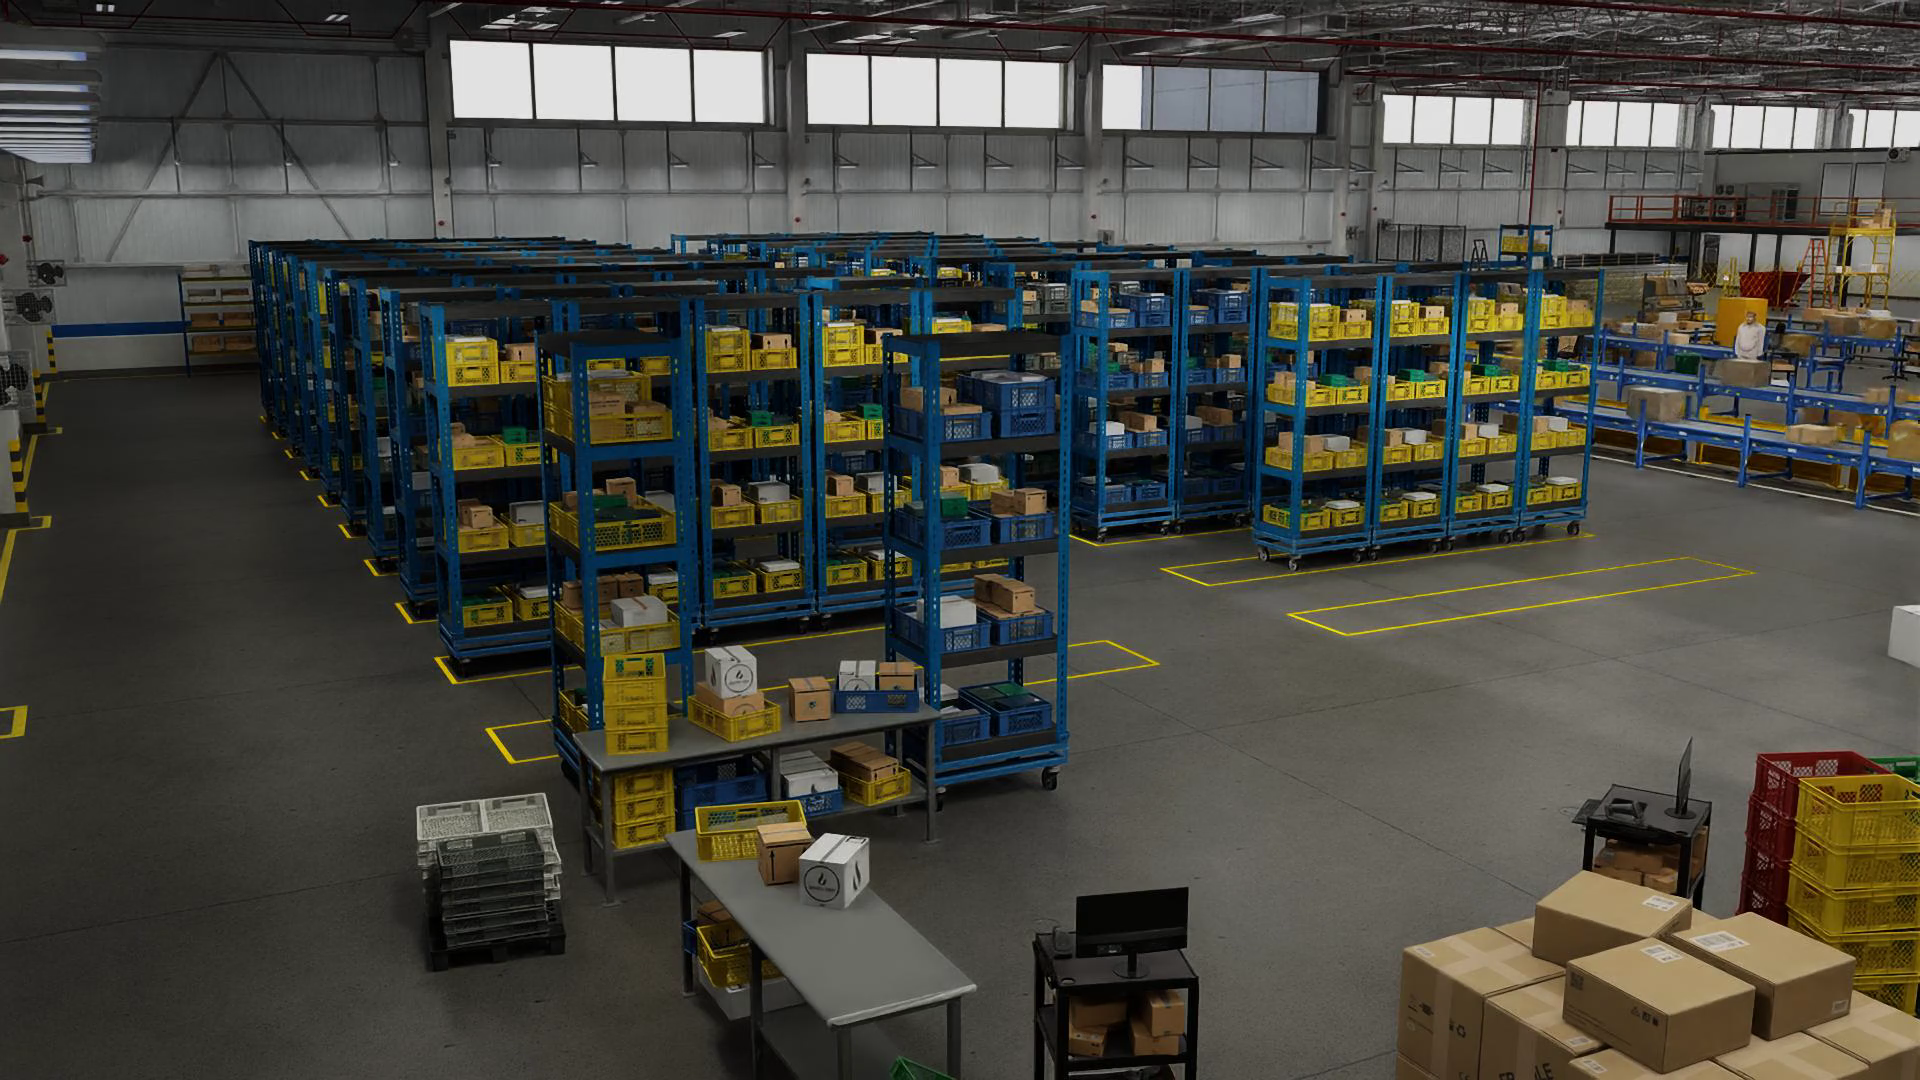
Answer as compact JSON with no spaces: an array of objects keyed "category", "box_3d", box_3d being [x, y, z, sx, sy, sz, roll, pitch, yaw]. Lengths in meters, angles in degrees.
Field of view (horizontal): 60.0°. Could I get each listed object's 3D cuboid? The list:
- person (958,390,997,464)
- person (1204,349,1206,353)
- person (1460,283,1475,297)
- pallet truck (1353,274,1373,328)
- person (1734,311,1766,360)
[{"category":"person","box_3d":[0.278,-1.314,23.820,0.643,1.967,0.694,-9,15,-35]},{"category":"person","box_3d":[5.608,-3.902,36.440,0.528,1.746,0.713,-6,13,-26]},{"category":"person","box_3d":[14.457,-6.379,47.345,0.440,2.030,0.641,-7,14,-31]},{"category":"pallet truck","box_3d":[13.011,-8.050,55.243,0.823,1.965,1.885,-7,14,-28]},{"category":"person","box_3d":[17.858,-4.245,37.692,0.398,1.897,0.640,-9,15,-36]}]
